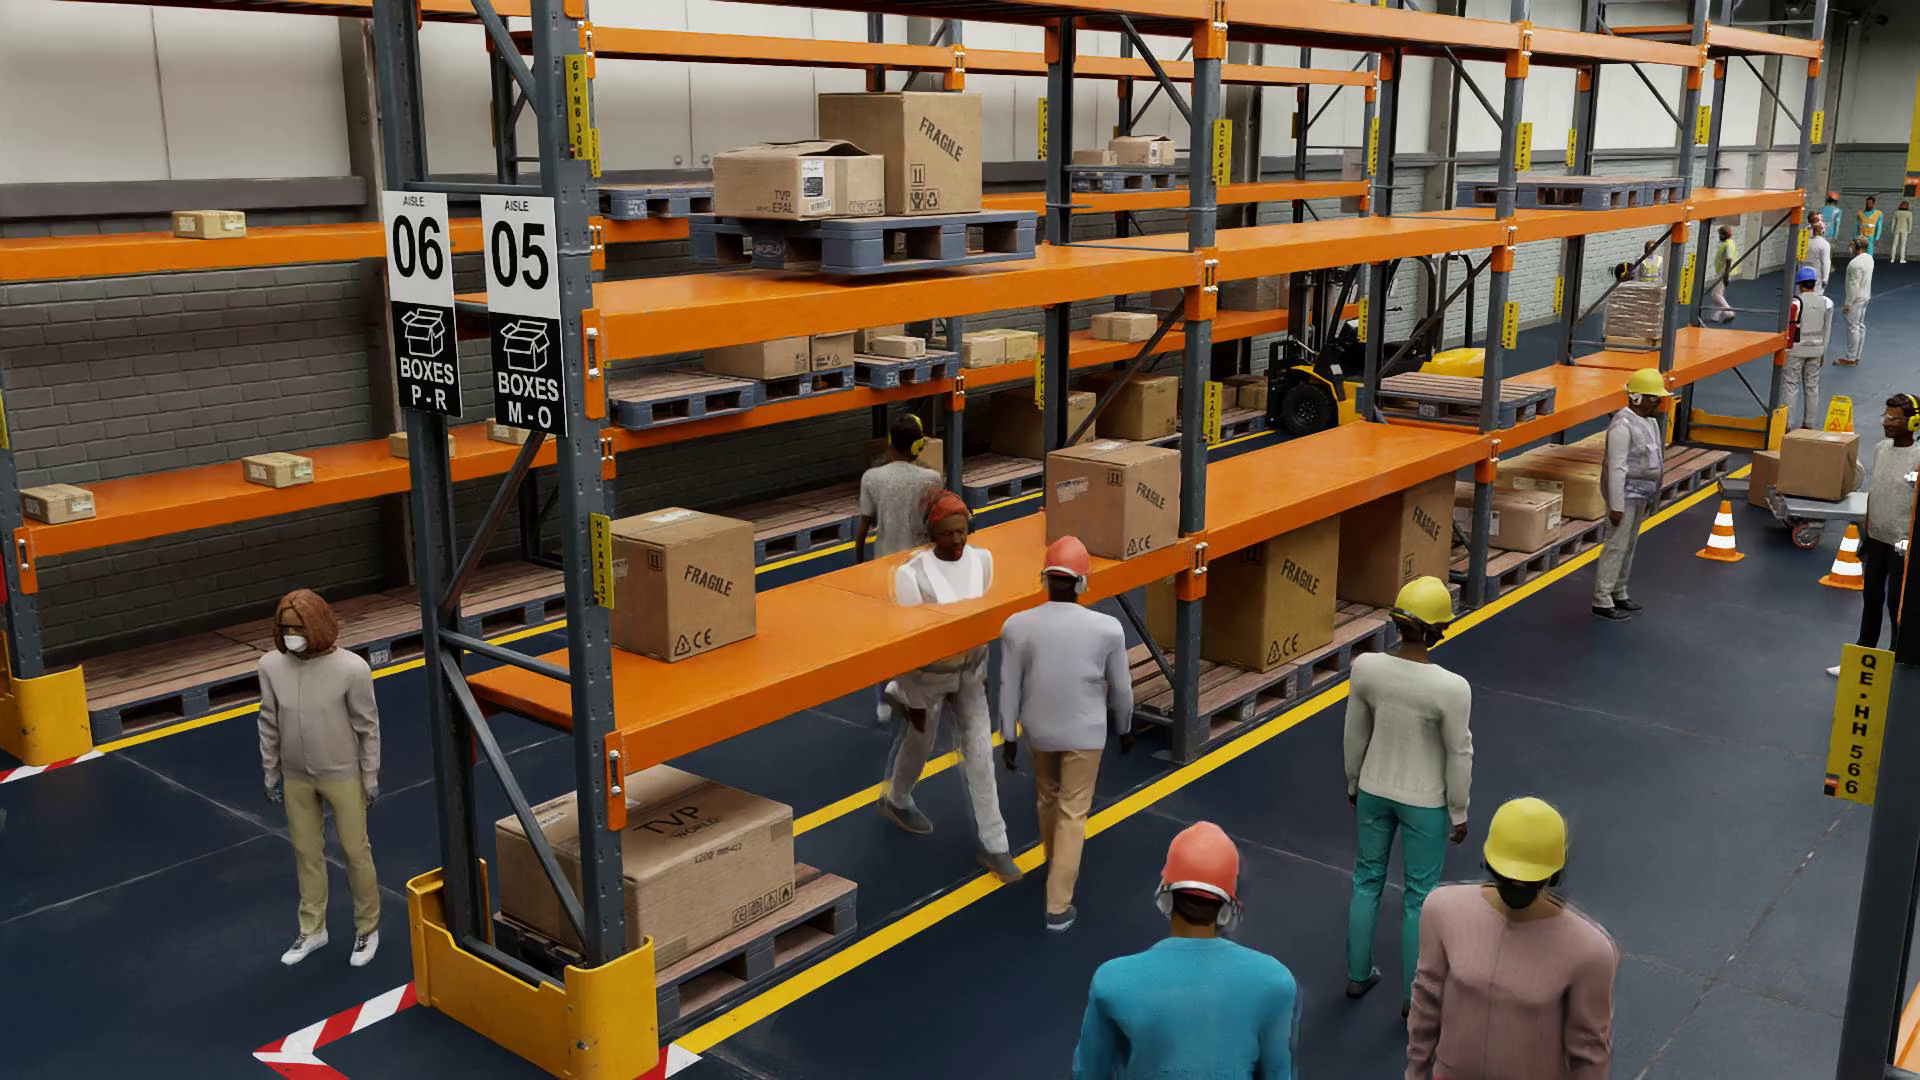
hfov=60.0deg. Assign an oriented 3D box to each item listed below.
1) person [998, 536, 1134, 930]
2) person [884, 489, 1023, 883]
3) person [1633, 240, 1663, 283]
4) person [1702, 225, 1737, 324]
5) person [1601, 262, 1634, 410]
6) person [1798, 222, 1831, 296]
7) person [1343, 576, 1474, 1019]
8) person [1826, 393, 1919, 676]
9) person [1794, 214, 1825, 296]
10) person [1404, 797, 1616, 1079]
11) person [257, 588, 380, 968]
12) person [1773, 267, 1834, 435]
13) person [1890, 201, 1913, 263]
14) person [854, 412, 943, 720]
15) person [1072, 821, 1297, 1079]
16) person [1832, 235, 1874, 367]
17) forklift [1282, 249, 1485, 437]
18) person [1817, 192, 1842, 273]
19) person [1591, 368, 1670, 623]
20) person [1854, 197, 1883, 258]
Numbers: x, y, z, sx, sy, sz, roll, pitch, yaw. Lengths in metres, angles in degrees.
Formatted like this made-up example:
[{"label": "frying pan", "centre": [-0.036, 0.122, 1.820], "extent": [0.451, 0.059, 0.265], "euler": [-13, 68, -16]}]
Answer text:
[{"label": "person", "centre": [0.480, 0.823, 7.409], "extent": [0.580, 1.714, 0.805], "euler": [5, 15, 20]}, {"label": "person", "centre": [-0.090, 0.639, 7.902], "extent": [0.591, 1.838, 1.001], "euler": [-10, 17, -36]}, {"label": "person", "centre": [11.703, -4.286, 28.346], "extent": [0.523, 1.639, 0.309], "euler": [-2, 14, -6]}, {"label": "person", "centre": [13.832, -4.798, 30.111], "extent": [0.521, 1.805, 0.629], "euler": [5, 15, 19]}, {"label": "person", "centre": [8.181, -2.538, 20.782], "extent": [0.433, 1.853, 0.543], "euler": [4, 14, 14]}, {"label": "person", "centre": [14.887, -4.574, 28.972], "extent": [0.407, 1.907, 0.641], "euler": [-4, 14, -18]}, {"label": "person", "centre": [1.764, 1.003, 6.553], "extent": [0.533, 1.767, 0.326], "euler": [13, 19, 42]}, {"label": "person", "centre": [5.796, 0.013, 10.367], "extent": [0.333, 1.872, 0.515], "euler": [-3, 14, -11]}, {"label": "person", "centre": [16.288, -5.264, 31.813], "extent": [0.397, 1.899, 0.641], "euler": [-1, 14, -6]}, {"label": "person", "centre": [1.458, 1.513, 4.506], "extent": [0.541, 1.751, 0.367], "euler": [9, 16, 31]}, {"label": "person", "centre": [-2.647, 0.987, 6.894], "extent": [0.507, 1.630, 0.268], "euler": [2, 14, 6]}, {"label": "person", "centre": [9.596, -2.136, 18.977], "extent": [0.604, 1.937, 0.402], "euler": [-1, 14, -5]}, {"label": "person", "centre": [25.090, -8.212, 44.345], "extent": [0.498, 1.634, 0.280], "euler": [13, 19, 42]}, {"label": "person", "centre": [-0.368, 0.191, 9.678], "extent": [0.609, 1.850, 0.499], "euler": [4, 14, 14]}, {"label": "person", "centre": [0.588, 1.575, 4.375], "extent": [0.545, 1.693, 0.918], "euler": [-5, 15, -19]}, {"label": "person", "centre": [13.313, -3.545, 24.725], "extent": [0.657, 1.938, 0.359], "euler": [-13, 19, -42]}, {"label": "forklift", "centre": [4.886, -2.214, 18.767], "extent": [2.313, 2.155, 1.214], "euler": [11, 18, 38]}, {"label": "person", "centre": [21.264, -7.526, 40.824], "extent": [1.040, 1.999, 0.633], "euler": [-13, 19, -42]}, {"label": "person", "centre": [4.773, -0.319, 11.832], "extent": [0.410, 1.823, 0.589], "euler": [12, 18, 39]}, {"label": "person", "centre": [21.748, -7.258, 39.874], "extent": [0.398, 1.920, 0.589], "euler": [-10, 17, -36]}]
